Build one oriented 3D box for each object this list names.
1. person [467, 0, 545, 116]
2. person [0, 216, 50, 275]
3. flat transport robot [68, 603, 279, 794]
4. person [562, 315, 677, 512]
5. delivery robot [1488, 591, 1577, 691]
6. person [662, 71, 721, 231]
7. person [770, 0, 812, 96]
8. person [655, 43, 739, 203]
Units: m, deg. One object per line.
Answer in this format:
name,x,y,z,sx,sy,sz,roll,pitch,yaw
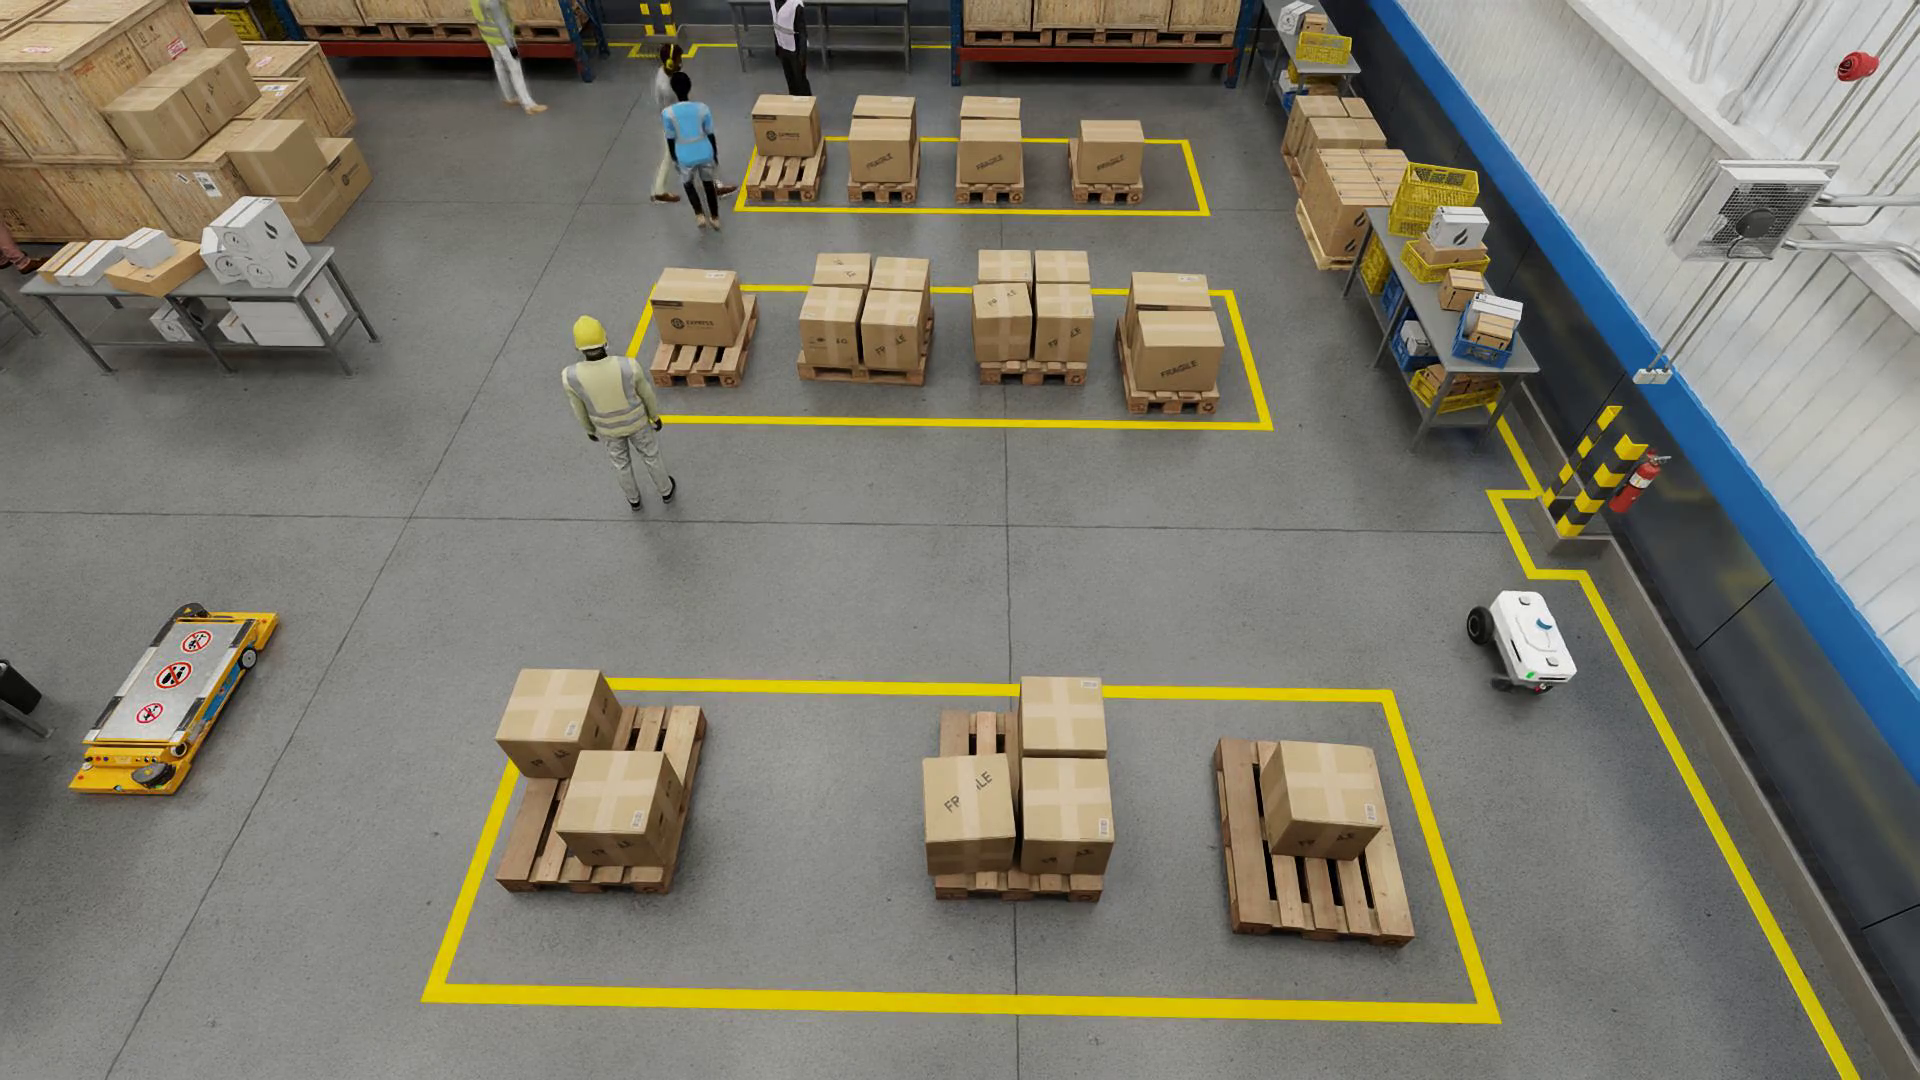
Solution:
person,-5.916,-6.469,11.804,0.634,1.839,0.429,34,58,25
person,-10.266,-3.653,9.386,0.644,1.899,0.397,13,51,11
flat transport robot,-5.504,1.072,6.442,0.652,0.197,1.431,1,50,1
person,-2.637,-0.950,7.138,0.600,1.829,0.404,-13,51,-11
delivery robot,4.058,0.705,6.508,0.477,0.478,0.707,1,50,1
person,-2.884,-4.187,9.975,0.553,1.668,0.412,-21,53,-17
person,-2.111,-6.161,11.493,0.390,1.916,0.587,-37,59,-27
person,-3.162,-4.649,10.295,1.017,1.791,0.594,-3,50,-2
